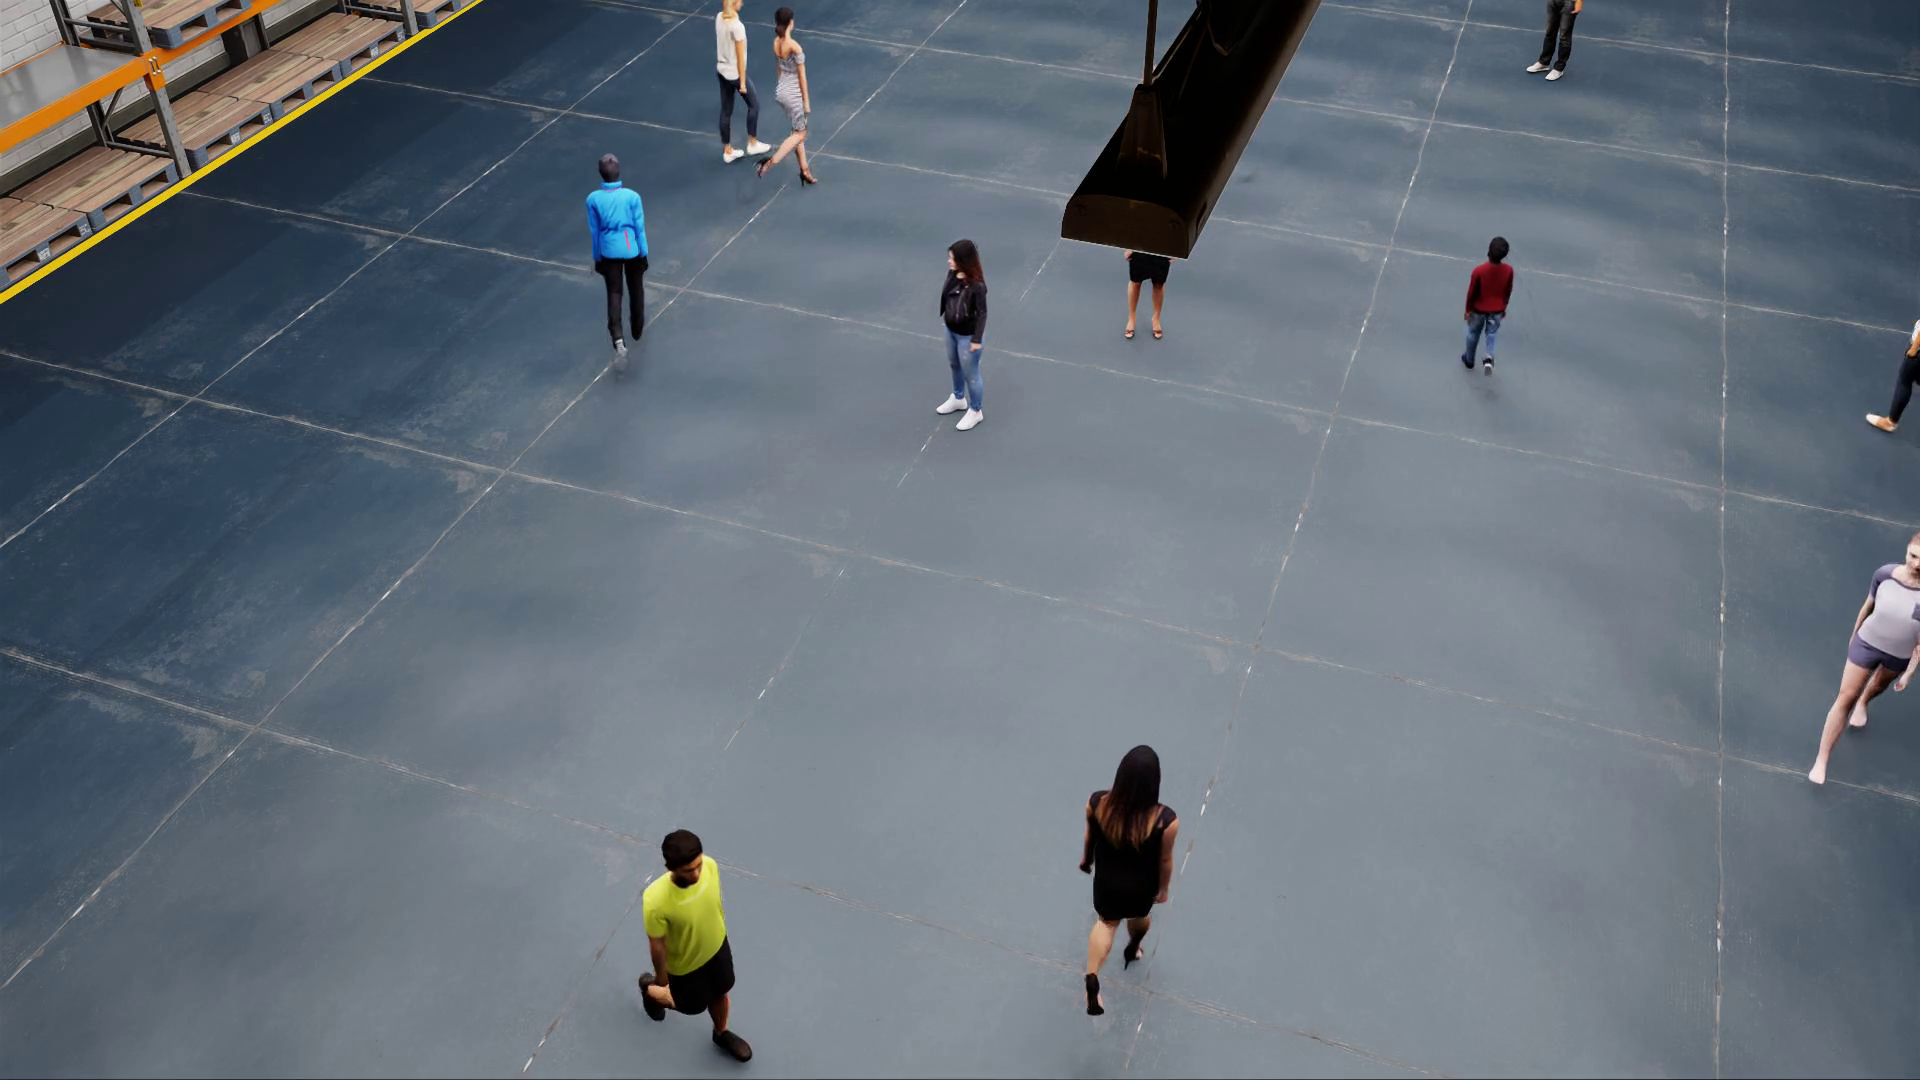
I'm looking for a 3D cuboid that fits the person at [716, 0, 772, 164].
[{"bbox_3d":[-2.358,-4.625,16.699,0.888,1.784,0.797,-31,48,-33],"label":"person"}]

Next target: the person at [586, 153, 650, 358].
[{"bbox_3d":[-2.828,-2.339,13.841,0.880,1.778,1.089,-3,39,-4],"label":"person"}]

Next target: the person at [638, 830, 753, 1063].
[{"bbox_3d":[-1.417,2.017,8.456,0.877,1.691,0.947,28,46,30],"label":"person"}]

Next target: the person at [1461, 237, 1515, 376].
[{"bbox_3d":[4.370,-1.904,13.720,0.614,1.249,0.722,1,39,1],"label":"person"}]

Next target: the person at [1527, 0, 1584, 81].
[{"bbox_3d":[6.734,-6.036,18.446,0.761,1.808,0.739,-22,44,-25],"label":"person"}]

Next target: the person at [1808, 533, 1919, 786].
[{"bbox_3d":[5.687,0.631,10.181,0.726,1.704,1.220,21,43,24],"label":"person"}]

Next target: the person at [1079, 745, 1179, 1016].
[{"bbox_3d":[0.853,1.832,8.690,0.645,1.689,0.942,13,40,15],"label":"person"}]

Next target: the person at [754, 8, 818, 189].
[{"bbox_3d":[-1.718,-4.240,16.209,1.033,1.793,0.908,-24,44,-27],"label":"person"}]

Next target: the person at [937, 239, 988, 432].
[{"bbox_3d":[0.031,-1.642,13.081,0.762,1.637,0.725,-20,43,-24],"label":"person"}]
